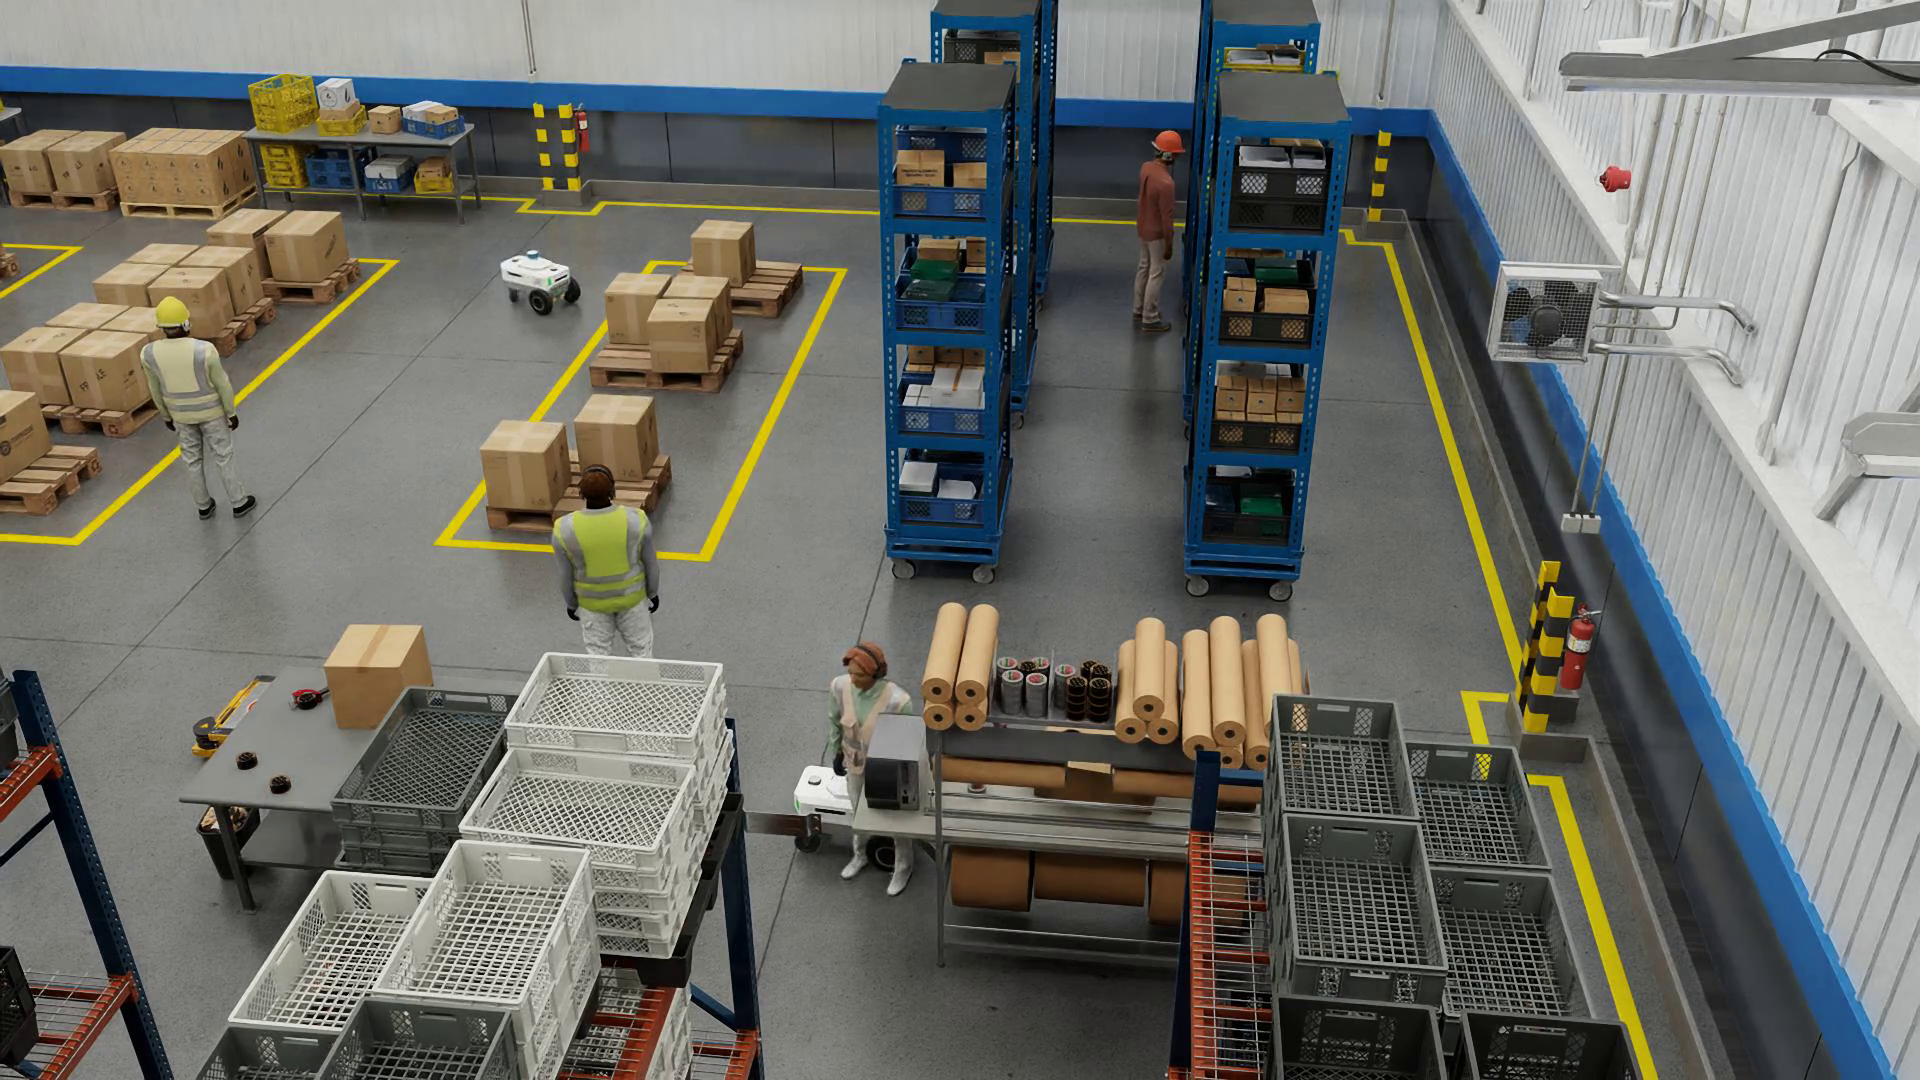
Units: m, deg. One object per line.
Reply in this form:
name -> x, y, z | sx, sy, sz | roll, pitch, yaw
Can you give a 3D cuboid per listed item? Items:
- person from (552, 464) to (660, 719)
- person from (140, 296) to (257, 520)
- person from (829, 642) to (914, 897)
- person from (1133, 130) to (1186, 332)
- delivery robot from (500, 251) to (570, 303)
person -> -2.199, 0.352, 10.492 | 0.627, 1.844, 0.429 | -7, 31, -12
person -> -5.879, -1.009, 12.834 | 0.590, 1.837, 0.404 | -2, 30, -4
person -> -0.473, 1.244, 9.169 | 0.522, 1.630, 0.319 | 15, 33, 24
person -> 1.919, -2.981, 16.085 | 0.412, 1.979, 0.630 | -10, 32, -16
delivery robot -> -4.320, -2.699, 16.912 | 0.707, 0.478, 0.477 | 16, 34, 25
